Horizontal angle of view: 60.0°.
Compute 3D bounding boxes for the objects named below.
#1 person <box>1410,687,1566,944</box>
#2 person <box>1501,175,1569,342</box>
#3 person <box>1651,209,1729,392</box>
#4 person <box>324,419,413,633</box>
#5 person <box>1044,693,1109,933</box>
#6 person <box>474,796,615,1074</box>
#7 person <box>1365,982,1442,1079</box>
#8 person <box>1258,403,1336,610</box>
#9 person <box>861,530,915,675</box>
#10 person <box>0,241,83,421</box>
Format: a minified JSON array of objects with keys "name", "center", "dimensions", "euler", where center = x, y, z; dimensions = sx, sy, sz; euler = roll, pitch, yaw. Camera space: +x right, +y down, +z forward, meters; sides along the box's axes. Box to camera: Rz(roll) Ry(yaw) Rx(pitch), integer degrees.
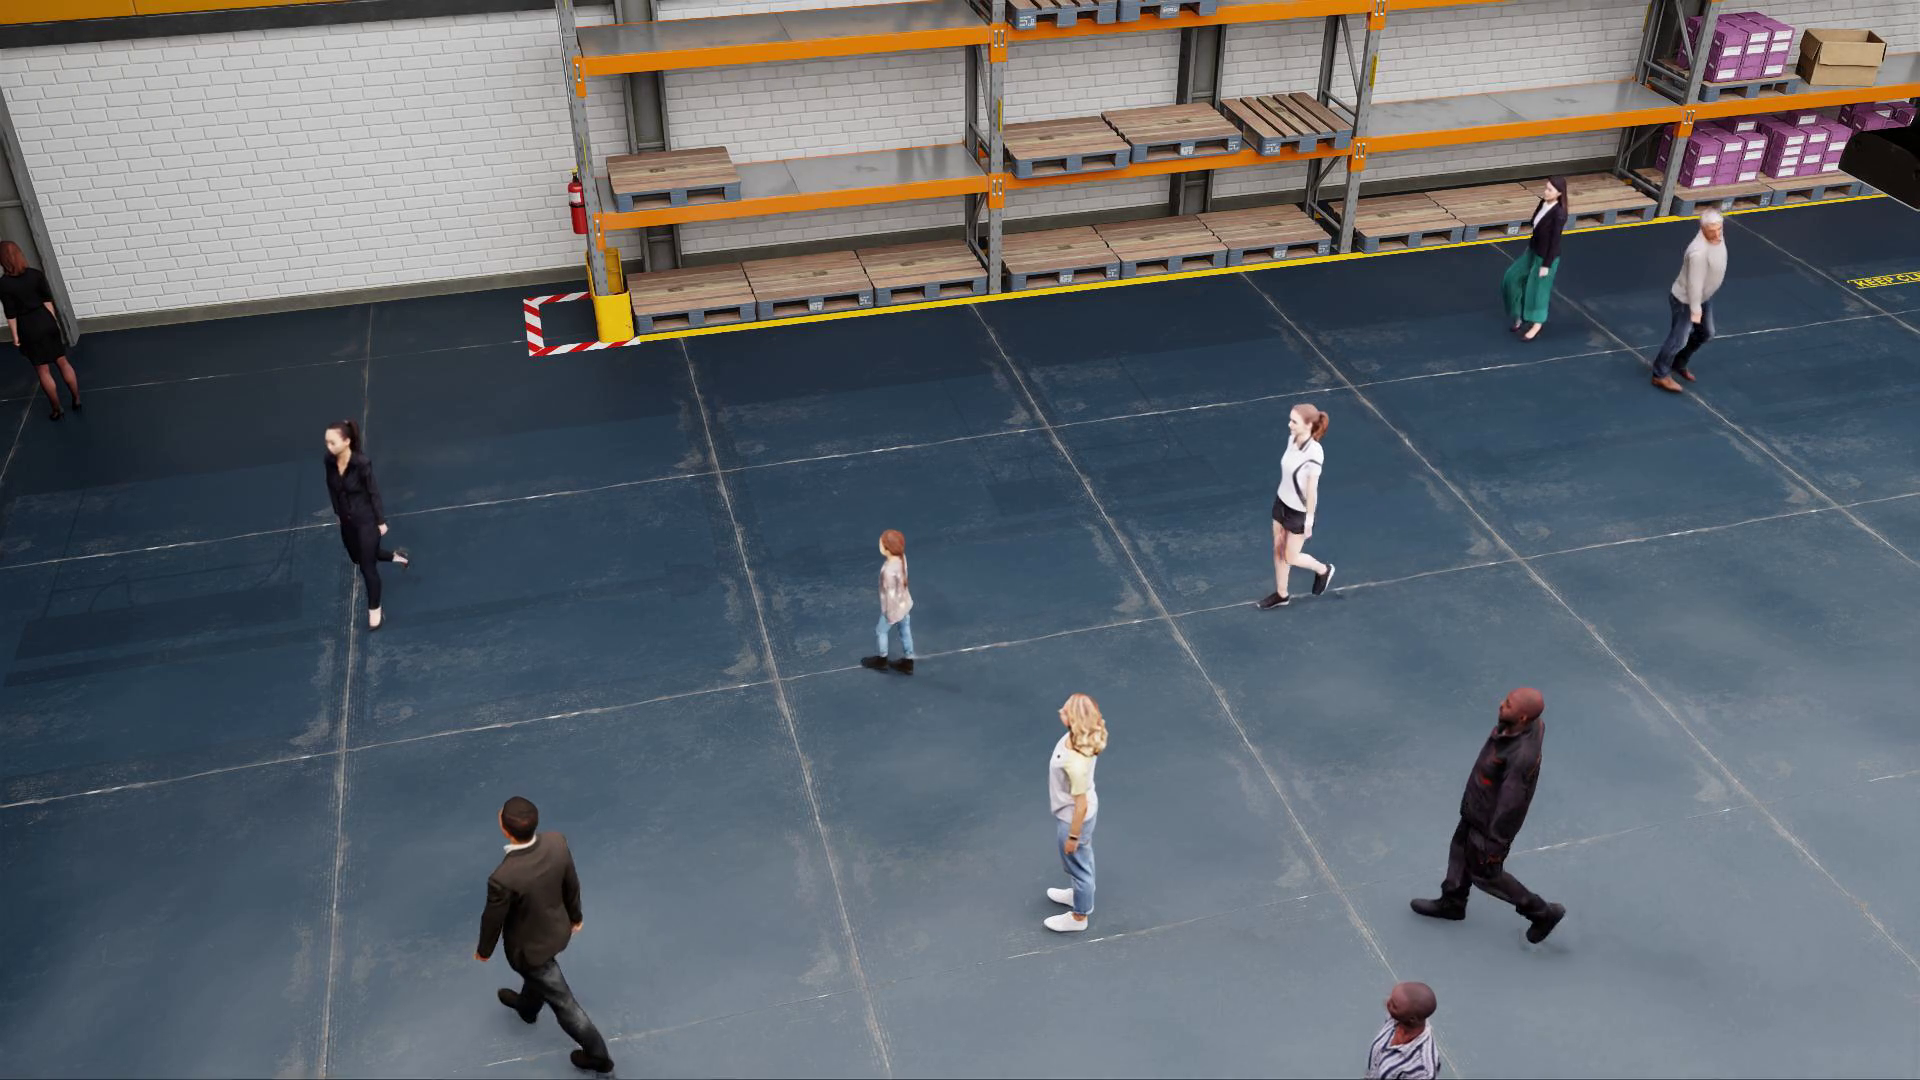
[{"name":"person","center":[3.159,1.590,9.508],"dimensions":[1.202,1.799,1.027],"euler":[9,35,13]},{"name":"person","center":[5.682,-2.707,16.043],"dimensions":[0.685,1.722,0.621],"euler":[-7,34,-10]},{"name":"person","center":[6.659,-2.202,15.160],"dimensions":[0.989,1.857,0.833],"euler":[19,38,26]},{"name":"person","center":[-4.360,-0.155,12.226],"dimensions":[0.961,1.697,0.954],"euler":[11,35,16]},{"name":"person","center":[0.682,1.576,9.598],"dimensions":[0.690,1.722,0.703],"euler":[5,34,8]},{"name":"person","center":[-2.155,2.124,8.737],"dimensions":[1.214,1.764,1.155],"euler":[18,38,25]},{"name":"person","center":[2.051,2.701,7.841],"dimensions":[0.587,1.794,0.653],"euler":[-3,34,-4]},{"name":"person","center":[2.563,-0.233,12.305],"dimensions":[0.838,1.739,0.649],"euler":[-14,36,-20]},{"name":"person","center":[-0.409,0.461,11.765],"dimensions":[0.724,1.181,0.655],"euler":[13,36,19]},{"name":"person","center":[-8.203,-1.857,14.780],"dimensions":[0.715,1.704,0.639],"euler":[21,39,28]}]
